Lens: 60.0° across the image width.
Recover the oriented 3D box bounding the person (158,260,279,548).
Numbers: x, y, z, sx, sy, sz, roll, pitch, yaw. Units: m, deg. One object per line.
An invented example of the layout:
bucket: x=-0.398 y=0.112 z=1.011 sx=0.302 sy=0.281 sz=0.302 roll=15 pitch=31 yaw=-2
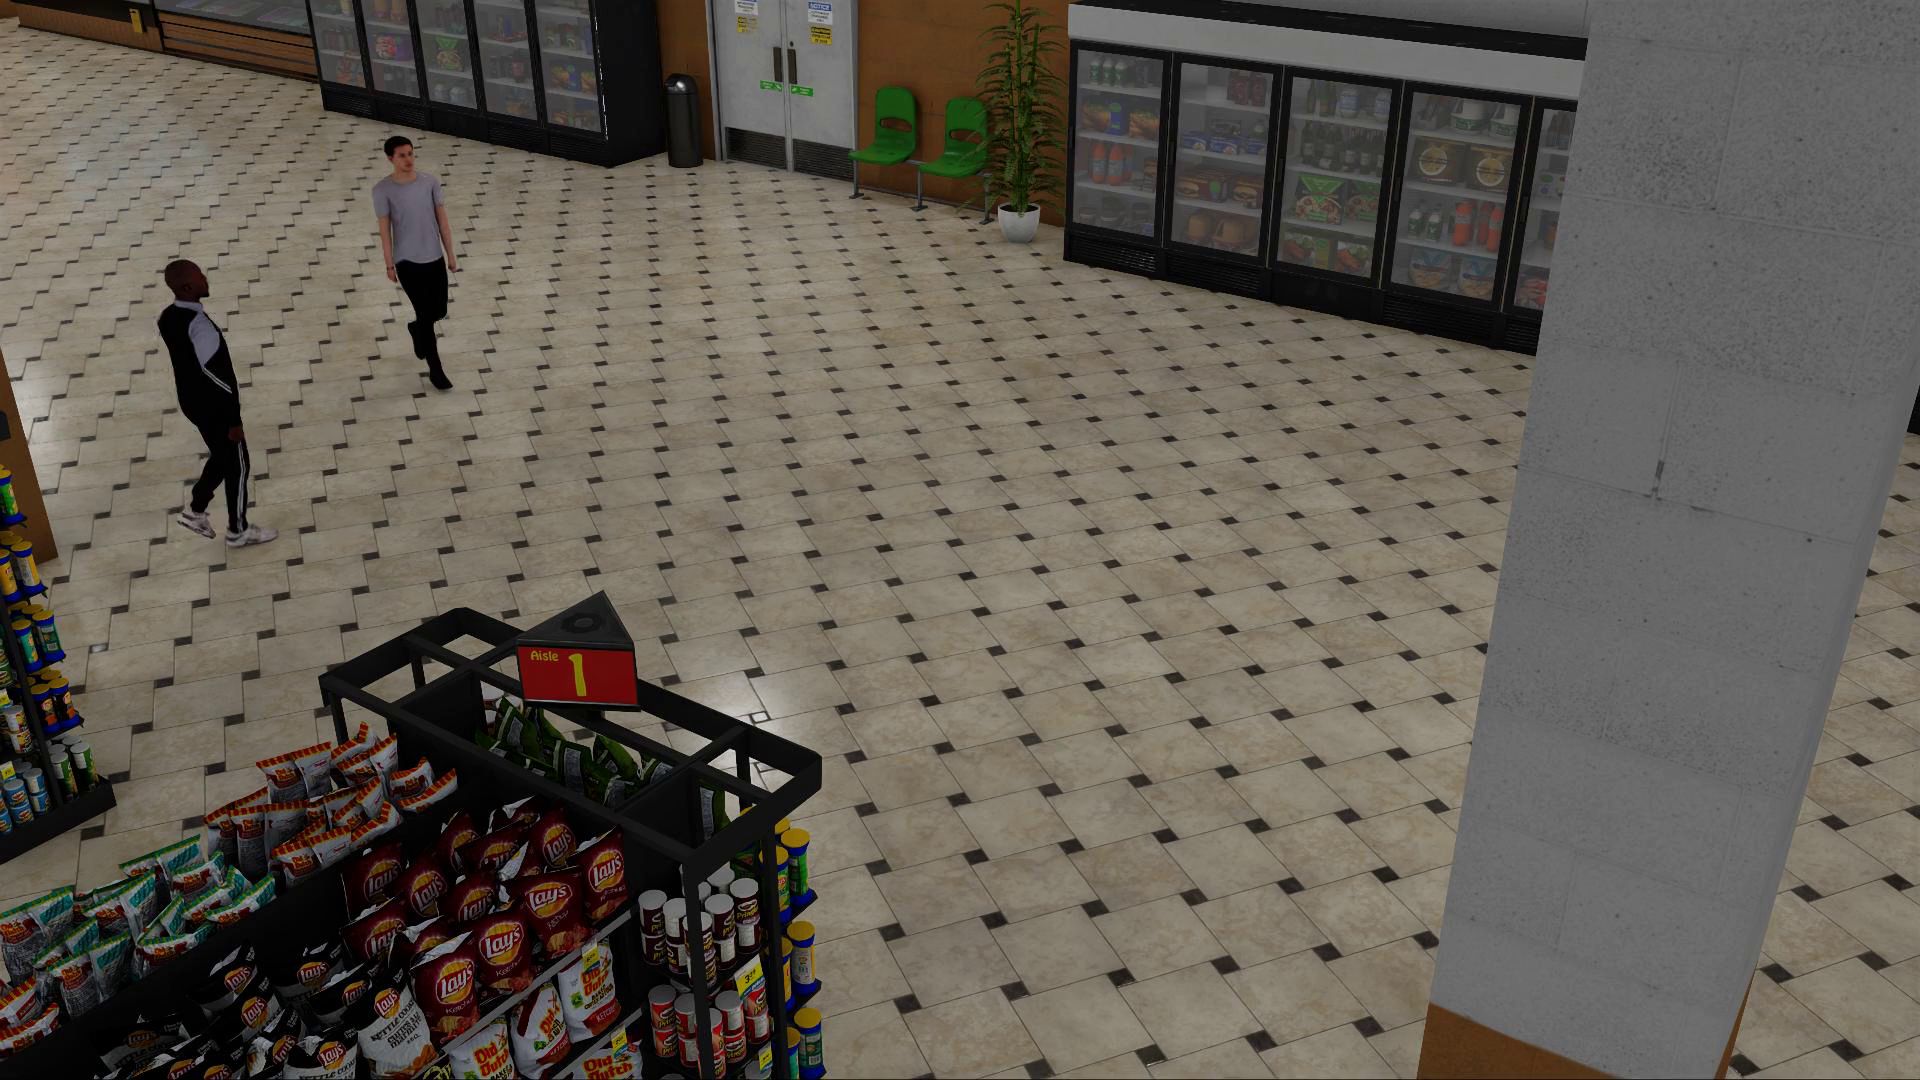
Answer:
person: x=-4.508 y=-0.761 z=9.819 sx=0.716 sy=1.812 sz=0.785 roll=22 pitch=34 yaw=36

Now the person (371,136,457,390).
person: x=-4.062 y=-2.094 z=12.416 sx=1.088 sy=1.840 sz=0.931 roll=-20 pitch=33 yaw=-34
